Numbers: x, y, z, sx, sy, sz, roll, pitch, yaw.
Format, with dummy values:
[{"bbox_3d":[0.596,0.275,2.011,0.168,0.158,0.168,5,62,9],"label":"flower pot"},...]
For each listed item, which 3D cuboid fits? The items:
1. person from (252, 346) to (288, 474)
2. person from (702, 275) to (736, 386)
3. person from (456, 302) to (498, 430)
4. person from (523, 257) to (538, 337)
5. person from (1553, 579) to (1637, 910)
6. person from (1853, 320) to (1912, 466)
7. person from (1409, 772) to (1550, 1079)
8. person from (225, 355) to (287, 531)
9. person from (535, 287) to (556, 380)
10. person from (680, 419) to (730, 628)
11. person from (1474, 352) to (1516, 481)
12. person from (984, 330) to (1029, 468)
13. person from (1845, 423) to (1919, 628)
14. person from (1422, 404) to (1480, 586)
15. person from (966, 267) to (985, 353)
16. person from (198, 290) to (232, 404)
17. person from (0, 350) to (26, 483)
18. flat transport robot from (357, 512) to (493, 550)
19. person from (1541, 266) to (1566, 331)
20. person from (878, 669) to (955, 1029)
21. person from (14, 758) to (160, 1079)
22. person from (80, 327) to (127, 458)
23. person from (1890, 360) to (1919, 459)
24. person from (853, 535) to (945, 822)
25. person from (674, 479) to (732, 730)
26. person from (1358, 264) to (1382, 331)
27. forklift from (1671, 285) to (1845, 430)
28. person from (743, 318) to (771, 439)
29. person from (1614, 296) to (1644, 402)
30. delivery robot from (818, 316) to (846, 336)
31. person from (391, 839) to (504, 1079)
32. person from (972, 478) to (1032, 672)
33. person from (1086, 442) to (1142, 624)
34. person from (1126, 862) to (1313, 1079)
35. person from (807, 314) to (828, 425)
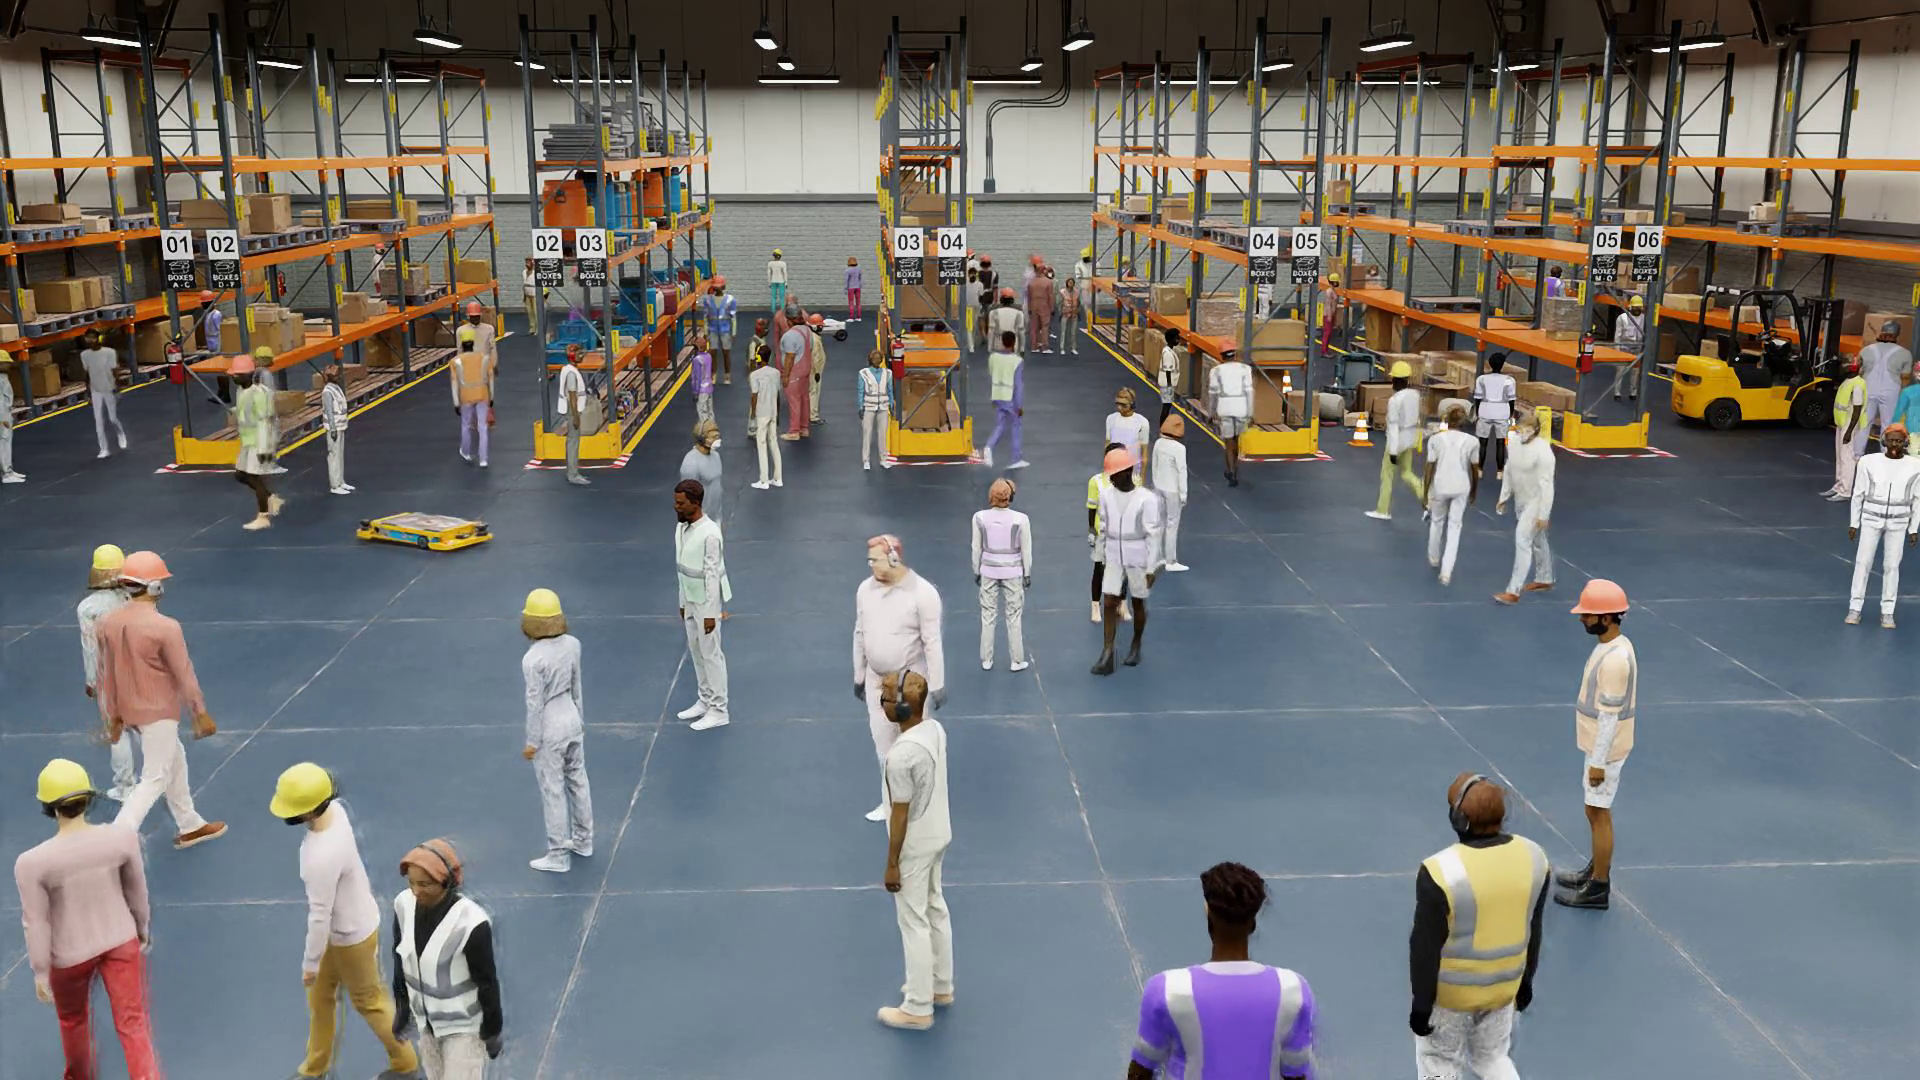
[{"bbox_3d":[-9.322,-1.732,22.269,0.478,1.713,0.516,-11,17,-40],"label":"person"},{"bbox_3d":[-4.419,-3.842,30.537,0.614,2.040,0.390,0,13,1],"label":"person"},{"bbox_3d":[-7.486,-2.700,25.843,0.620,1.984,0.406,-7,15,-28],"label":"person"},{"bbox_3d":[-9.917,-5.654,38.664,0.563,1.841,0.397,10,16,36],"label":"person"},{"bbox_3d":[3.661,1.168,9.576,0.392,1.925,0.548,4,14,18],"label":"person"},{"bbox_3d":[12.619,-2.003,22.752,0.685,2.000,0.535,12,18,42],"label":"person"},{"bbox_3d":[2.149,1.862,6.849,0.635,1.828,0.702,-5,14,-21],"label":"person"},{"bbox_3d":[-8.080,-1.115,19.014,0.470,2.026,0.640,-11,17,-40],"label":"person"},{"bbox_3d":[-7.828,-3.894,31.356,0.312,1.768,0.530,0,13,0],"label":"person"},{"bbox_3d":[-2.331,-0.148,15.147,0.377,1.931,0.624,3,14,14],"label":"person"},{"bbox_3d":[7.020,-1.620,21.863,0.535,1.700,0.318,6,15,24],"label":"person"},{"bbox_3d":[0.608,-1.897,22.628,0.621,1.890,0.619,10,17,37],"label":"person"},{"bbox_3d":[8.439,-0.136,15.183,0.575,1.883,0.355,7,15,26],"label":"person"},{"bbox_3d":[4.963,-0.486,16.850,0.528,1.790,0.947,4,14,18],"label":"person"},{"bbox_3d":[0.256,-4.968,35.798,0.536,1.827,0.979,-1,13,-6],"label":"person"},{"bbox_3d":[-12.768,-3.302,28.488,0.376,1.933,0.545,-10,16,-35],"label":"person"},{"bbox_3d":[-12.489,-1.623,21.797,0.324,1.737,0.486,-6,15,-24],"label":"person"},{"bbox_3d":[-5.975,-0.115,18.545,1.431,0.197,0.652,8,15,29],"label":"flat transport robot"},{"bbox_3d":[12.703,-4.941,35.627,0.429,1.841,0.634,-9,16,-33],"label":"person"},{"bbox_3d":[-0.225,1.523,8.260,0.344,1.838,0.503,5,14,21],"label":"person"},{"bbox_3d":[-3.838,1.795,7.360,0.535,1.725,0.908,-12,18,-42],"label":"person"},{"bbox_3d":[-12.147,-2.111,23.611,0.541,1.851,0.568,-2,13,-7],"label":"person"},{"bbox_3d":[12.065,-1.423,21.015,0.583,1.697,0.926,0,13,2],"label":"person"},{"bbox_3d":[-0.396,0.885,10.874,0.703,1.874,0.620,7,15,27],"label":"person"},{"bbox_3d":[-1.948,0.472,12.562,0.391,1.911,0.584,-9,16,-33],"label":"person"},{"bbox_3d":[9.761,-5.749,39.547,0.529,1.602,0.563,10,17,37],"label":"person"},{"bbox_3d":[12.503,-2.886,26.166,2.313,2.155,1.214,-1,13,-3],"label":"forklift"},{"bbox_3d":[-3.038,-2.437,25.061,0.425,1.825,0.565,2,13,8],"label":"person"},{"bbox_3d":[11.569,-3.290,28.646,0.586,1.835,0.403,0,13,0],"label":"person"},{"bbox_3d":[-2.970,-4.840,37.756,0.707,0.478,0.477,-4,14,-18],"label":"delivery robot"},{"bbox_3d":[-2.088,1.974,6.799,0.528,1.629,0.365,9,16,33],"label":"person"},{"bbox_3d":[0.351,0.299,13.859,0.510,1.640,0.308,3,14,14],"label":"person"},{"bbox_3d":[1.422,-0.069,15.298,0.539,1.695,0.318,-3,14,-13],"label":"person"},{"bbox_3d":[0.888,2.043,5.887,0.630,1.914,0.994,-2,14,-10],"label":"person"},{"bbox_3d":[-2.270,-2.700,26.321,0.329,1.750,0.572,-2,13,-9],"label":"person"}]
